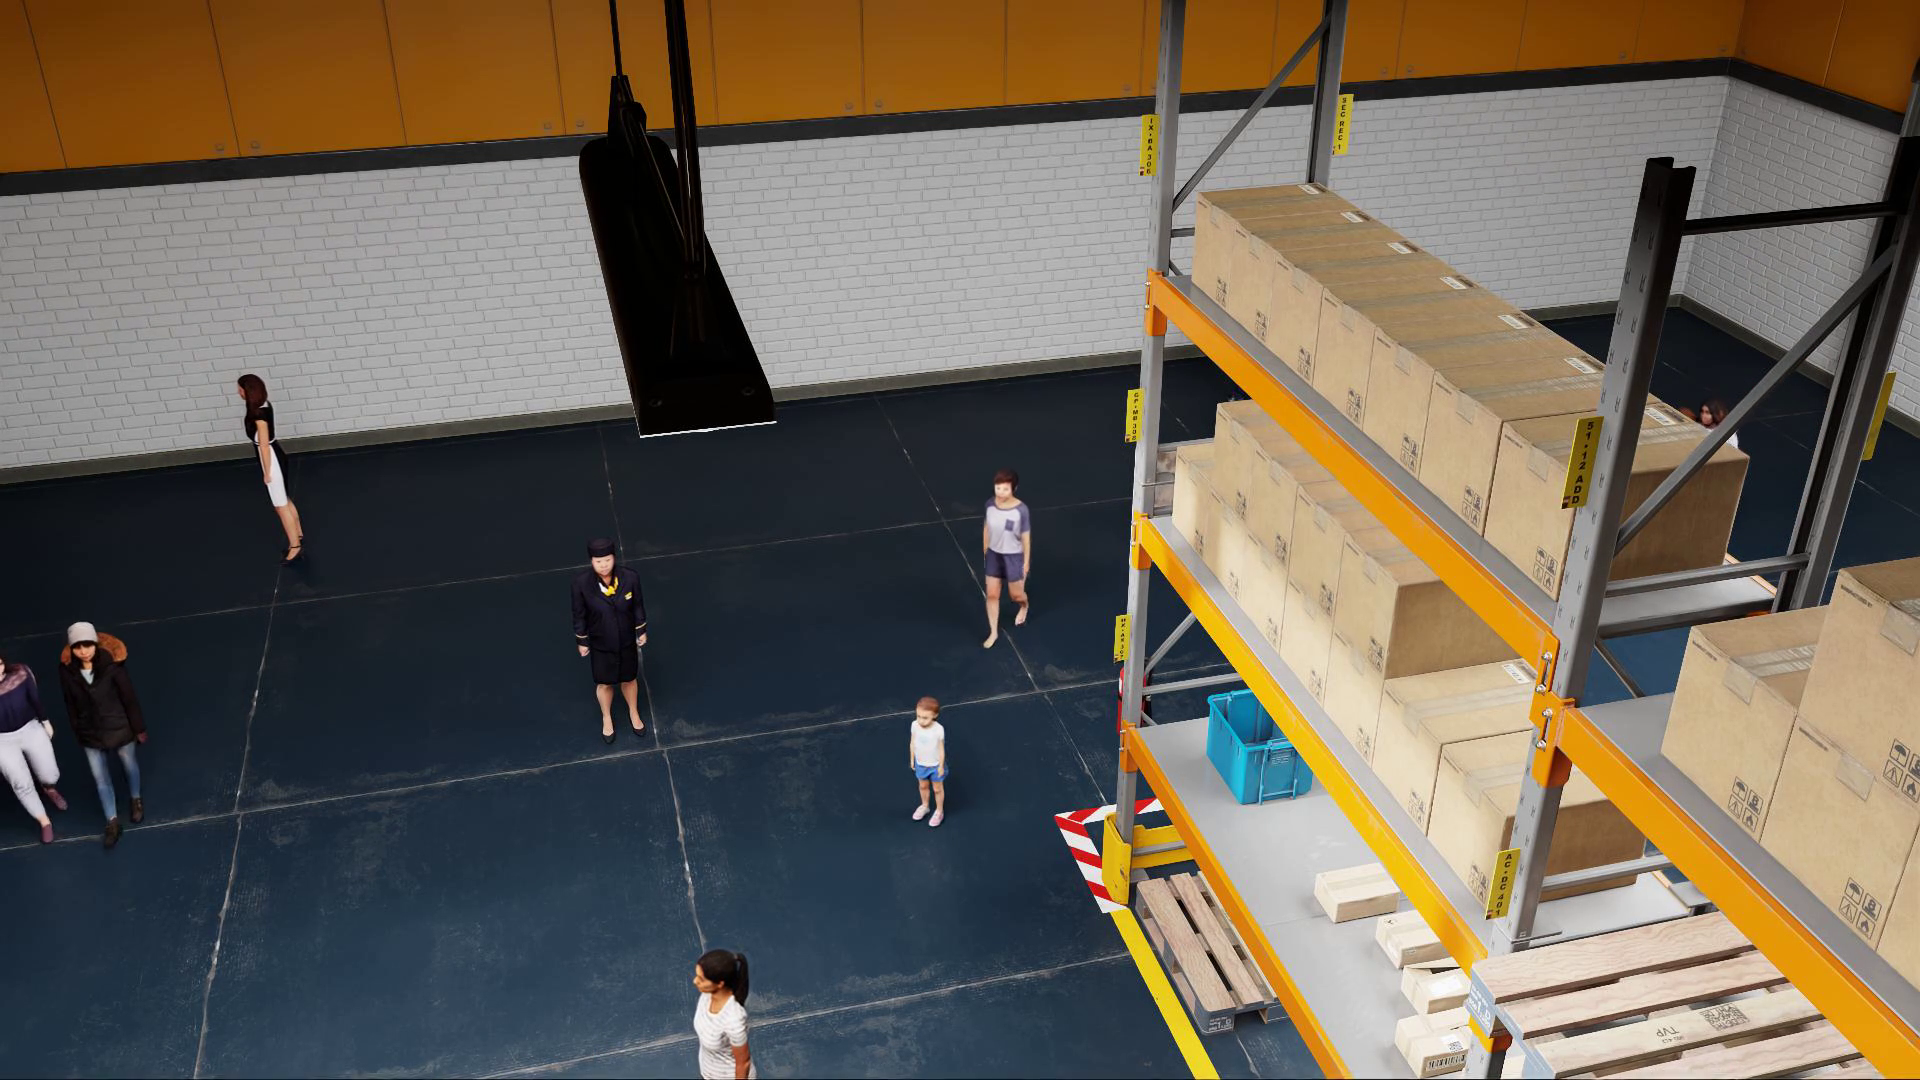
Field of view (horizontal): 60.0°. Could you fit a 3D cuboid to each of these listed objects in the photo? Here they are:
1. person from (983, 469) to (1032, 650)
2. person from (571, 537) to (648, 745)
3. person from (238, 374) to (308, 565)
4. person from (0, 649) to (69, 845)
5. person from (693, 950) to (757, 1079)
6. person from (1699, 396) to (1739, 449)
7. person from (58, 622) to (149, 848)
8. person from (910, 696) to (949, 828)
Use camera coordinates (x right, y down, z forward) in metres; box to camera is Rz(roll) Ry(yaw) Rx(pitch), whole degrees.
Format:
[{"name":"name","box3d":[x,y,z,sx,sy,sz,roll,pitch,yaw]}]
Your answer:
[{"name":"person","box3d":[0.407,0.098,13.617,0.845,1.553,0.917,14,32,24]},{"name":"person","box3d":[-2.577,0.729,12.336,0.711,1.671,0.645,-10,30,-18]},{"name":"person","box3d":[-6.063,-0.633,14.705,0.634,1.794,0.454,-9,30,-17]},{"name":"person","box3d":[-6.421,1.343,11.294,0.748,1.591,0.815,-23,36,-35]},{"name":"person","box3d":[-1.197,2.764,8.632,0.673,1.645,0.521,-14,32,-24]},{"name":"person","box3d":[6.520,-0.467,14.503,0.877,1.696,0.886,25,37,37]},{"name":"person","box3d":[-5.871,1.235,11.457,0.652,1.624,0.805,-9,30,-16]},{"name":"person","box3d":[-0.205,1.519,11.567,0.478,1.019,0.532,13,31,22]}]
